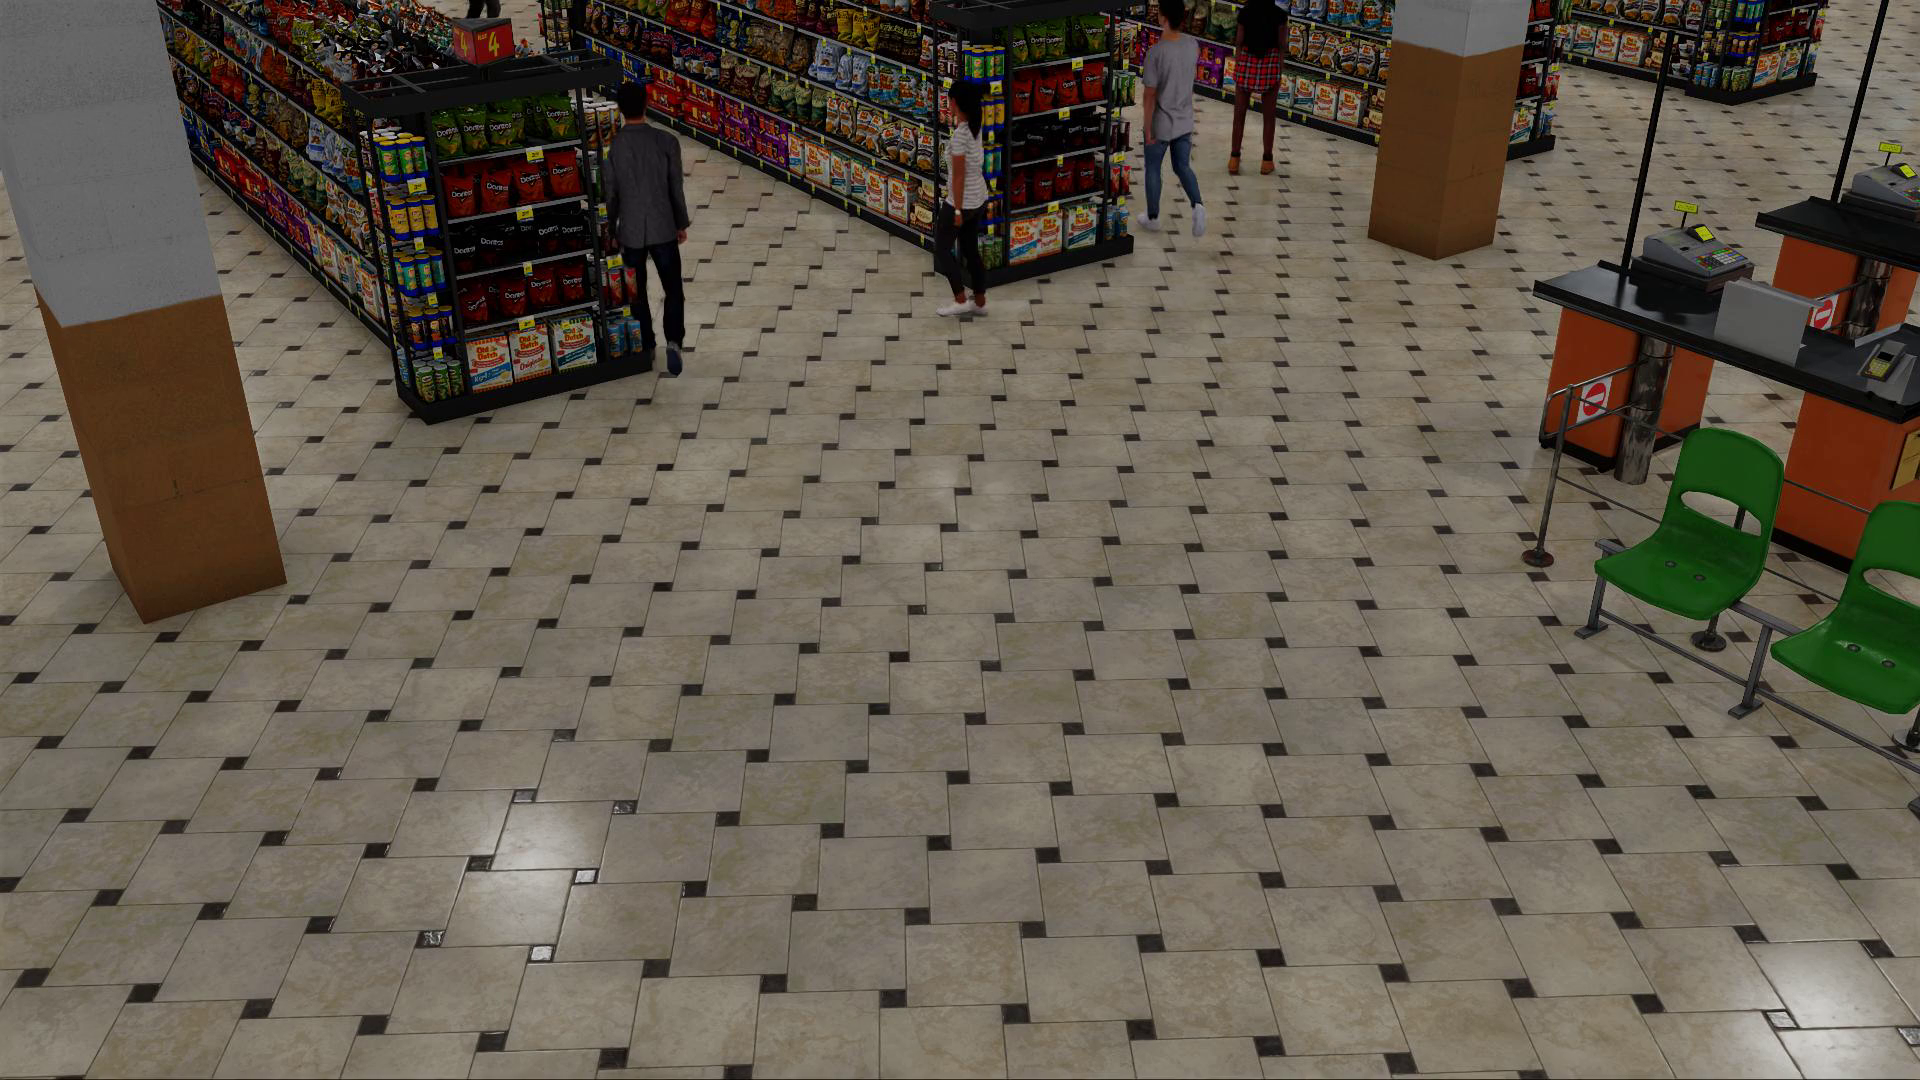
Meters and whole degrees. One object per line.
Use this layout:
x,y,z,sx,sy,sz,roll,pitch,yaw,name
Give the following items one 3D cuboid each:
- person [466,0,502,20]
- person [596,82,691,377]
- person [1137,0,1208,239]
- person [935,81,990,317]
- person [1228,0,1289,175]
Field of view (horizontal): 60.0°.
-5.548,-6.356,18.711,0.955,1.790,0.944,-4,29,-7,person
-1.985,-1.940,10.559,0.974,1.851,1.177,-4,29,-8,person
1.683,-3.246,12.941,0.789,1.861,1.106,-13,31,-22,person
0.126,-2.326,11.507,0.747,1.619,0.708,9,30,16,person
2.629,-4.108,14.664,0.703,1.723,0.770,7,29,13,person
